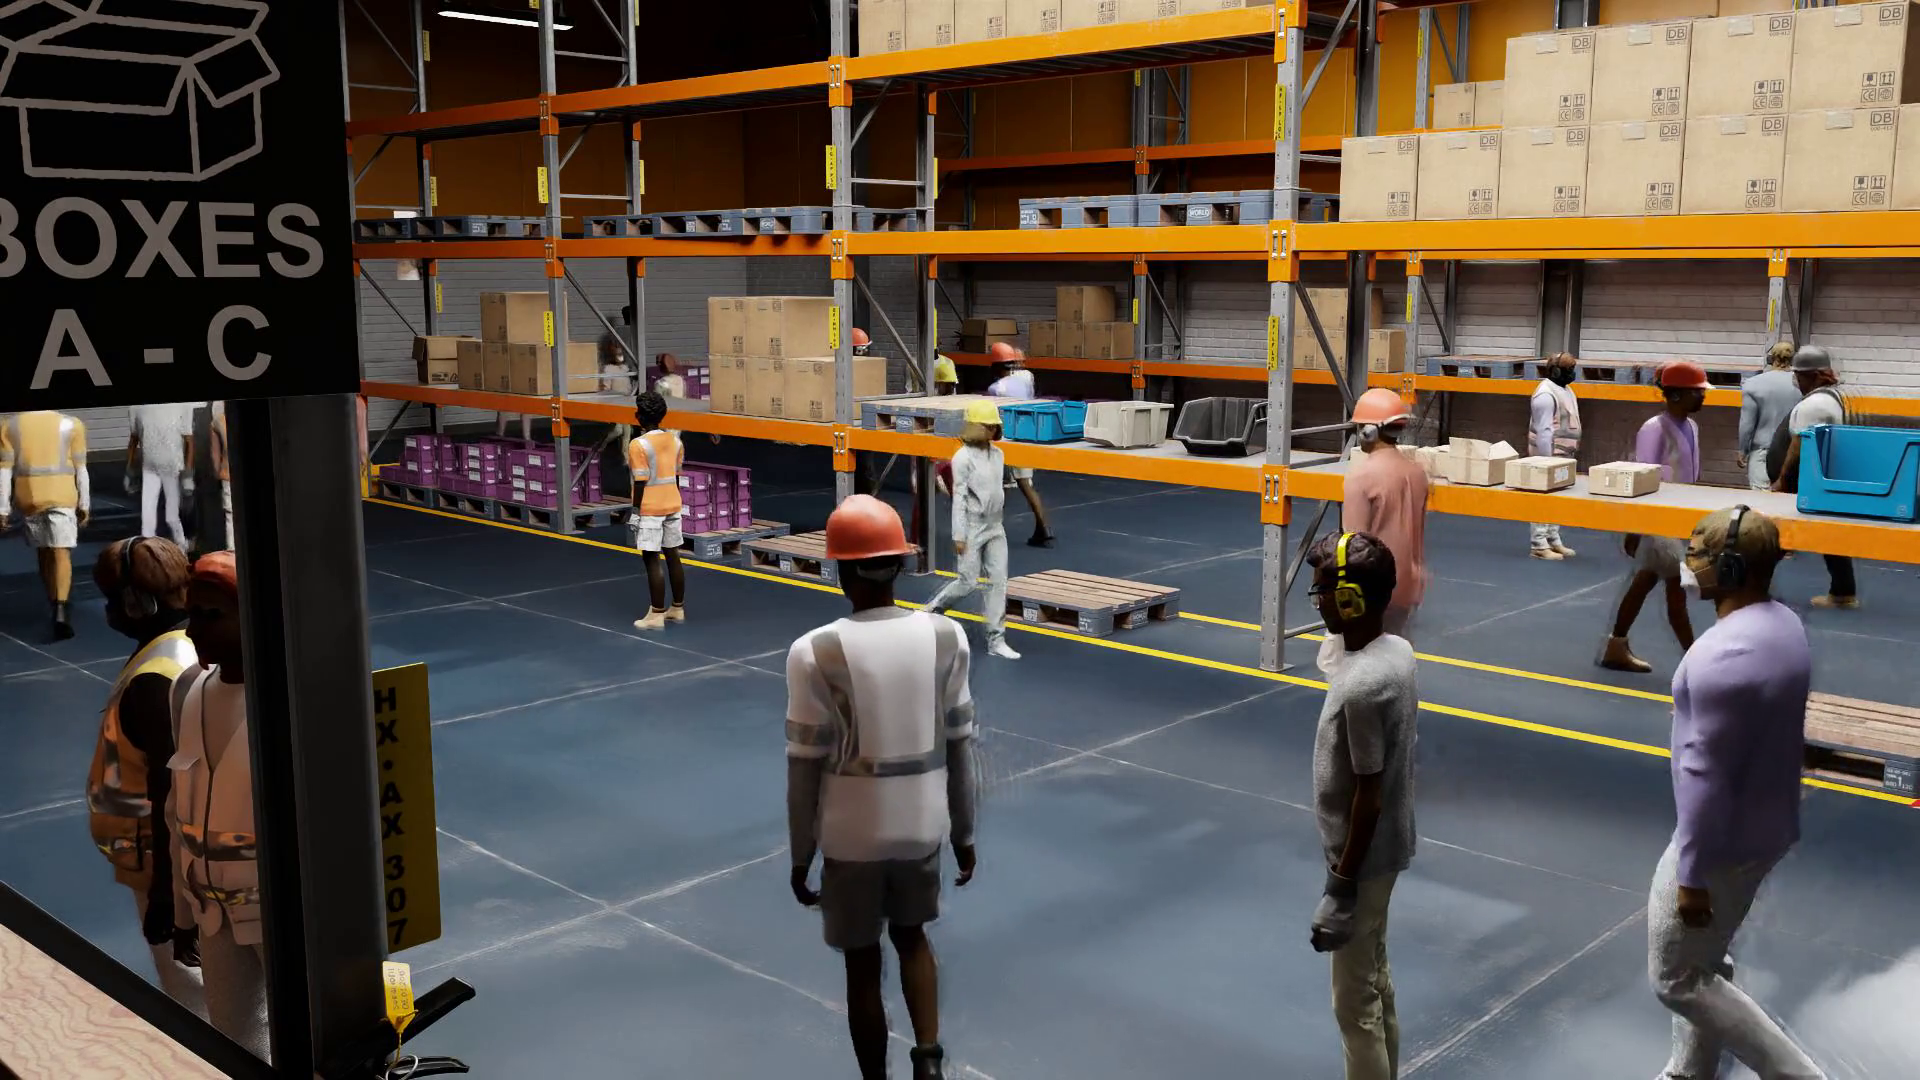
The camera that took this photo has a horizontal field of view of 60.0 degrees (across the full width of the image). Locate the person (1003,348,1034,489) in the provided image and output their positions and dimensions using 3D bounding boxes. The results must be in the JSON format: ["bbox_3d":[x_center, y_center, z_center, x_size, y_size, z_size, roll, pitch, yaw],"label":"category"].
[{"bbox_3d":[0.669,-1.413,19.400,0.313,1.639,0.517,9,13,43],"label":"person"}]

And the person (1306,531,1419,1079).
[{"bbox_3d":[1.075,0.896,4.566,0.328,1.865,0.521,4,10,23],"label":"person"}]

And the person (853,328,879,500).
[{"bbox_3d":[-0.986,-1.046,16.066,0.394,1.992,0.622,-4,10,-22],"label":"person"}]

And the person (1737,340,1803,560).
[{"bbox_3d":[7.164,-0.782,14.624,0.629,1.938,0.372,2,10,13],"label":"person"}]

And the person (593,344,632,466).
[{"bbox_3d":[-4.455,-1.734,21.462,0.520,1.610,0.529,4,10,25],"label":"person"}]

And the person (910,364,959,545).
[{"bbox_3d":[-0.122,-0.692,14.728,0.907,1.719,0.557,8,13,42],"label":"person"}]

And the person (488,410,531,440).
[{"bbox_3d":[-6.444,-2.290,23.829,0.639,1.946,0.957,-7,12,-37],"label":"person"}]

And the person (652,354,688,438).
[{"bbox_3d":[-3.313,-1.259,18.502,0.681,1.613,0.538,4,10,26],"label":"person"}]

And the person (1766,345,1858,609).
[{"bbox_3d":[6.393,-0.513,12.656,1.031,2.000,0.683,6,11,31],"label":"person"}]

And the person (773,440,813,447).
[{"bbox_3d":[-2.371,-2.265,23.910,0.891,1.868,0.657,4,10,25],"label":"person"}]

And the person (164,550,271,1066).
[{"bbox_3d":[-1.757,0.950,4.171,0.575,1.883,0.355,4,10,23],"label":"person"}]

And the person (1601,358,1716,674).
[{"bbox_3d":[4.462,-0.111,10.281,0.999,2.001,0.628,9,13,43],"label":"person"}]

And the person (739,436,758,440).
[{"bbox_3d":[-3.122,-2.413,24.723,0.510,1.907,0.550,4,10,23],"label":"person"}]

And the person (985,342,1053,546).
[{"bbox_3d":[0.479,-0.889,15.444,0.551,1.896,0.995,-8,12,-40],"label":"person"}]

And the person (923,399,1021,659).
[{"bbox_3d":[0.085,-0.085,11.023,0.699,1.718,0.488,9,13,43],"label":"person"}]

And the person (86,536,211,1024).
[{"bbox_3d":[-2.192,0.894,4.667,0.430,1.835,0.625,-2,10,-15],"label":"person"}]

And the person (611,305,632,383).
[{"bbox_3d":[-5.393,-2.845,27.181,0.602,1.966,0.368,4,10,22],"label":"person"}]

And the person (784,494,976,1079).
[{"bbox_3d":[-0.232,0.829,4.787,0.560,1.921,0.467,-4,10,-23],"label":"person"}]

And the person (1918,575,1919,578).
[{"bbox_3d":[8.197,-0.495,13.458,0.527,1.751,0.571,-7,12,-37],"label":"person"}]

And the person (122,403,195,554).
[{"bbox_3d":[-6.509,-0.531,13.487,0.595,1.809,0.897,-2,9,-12],"label":"person"}]

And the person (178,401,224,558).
[{"bbox_3d":[-6.627,-0.689,14.407,0.531,1.821,0.690,-5,10,-26],"label":"person"}]

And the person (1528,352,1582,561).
[{"bbox_3d":[5.237,-0.734,14.651,0.430,1.840,0.629,7,12,36],"label":"person"}]

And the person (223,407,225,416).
[{"bbox_3d":[-7.651,-1.294,17.922,0.699,1.881,0.425,-1,9,-4],"label":"person"}]

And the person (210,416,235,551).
[{"bbox_3d":[-6.061,-0.517,14.069,0.524,1.583,0.887,-2,9,-10],"label":"person"}]

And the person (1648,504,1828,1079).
[{"bbox_3d":[2.193,0.856,4.640,0.677,1.920,0.633,8,12,41],"label":"person"}]

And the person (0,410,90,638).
[{"bbox_3d":[-6.424,-0.263,11.667,0.561,1.875,0.986,-4,10,-22],"label":"person"}]

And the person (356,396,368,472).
[{"bbox_3d":[-5.608,-0.758,15.014,0.533,1.758,0.455,-5,10,-27],"label":"person"}]

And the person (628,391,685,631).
[{"bbox_3d":[-2.166,-0.207,11.831,0.317,1.695,0.540,5,10,27],"label":"person"}]

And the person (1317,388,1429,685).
[{"bbox_3d":[2.046,0.242,8.212,0.653,1.976,0.438,-8,12,-39],"label":"person"}]

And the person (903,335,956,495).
[{"bbox_3d":[-0.335,-1.423,18.867,0.619,1.839,0.430,-3,10,-16],"label":"person"}]
